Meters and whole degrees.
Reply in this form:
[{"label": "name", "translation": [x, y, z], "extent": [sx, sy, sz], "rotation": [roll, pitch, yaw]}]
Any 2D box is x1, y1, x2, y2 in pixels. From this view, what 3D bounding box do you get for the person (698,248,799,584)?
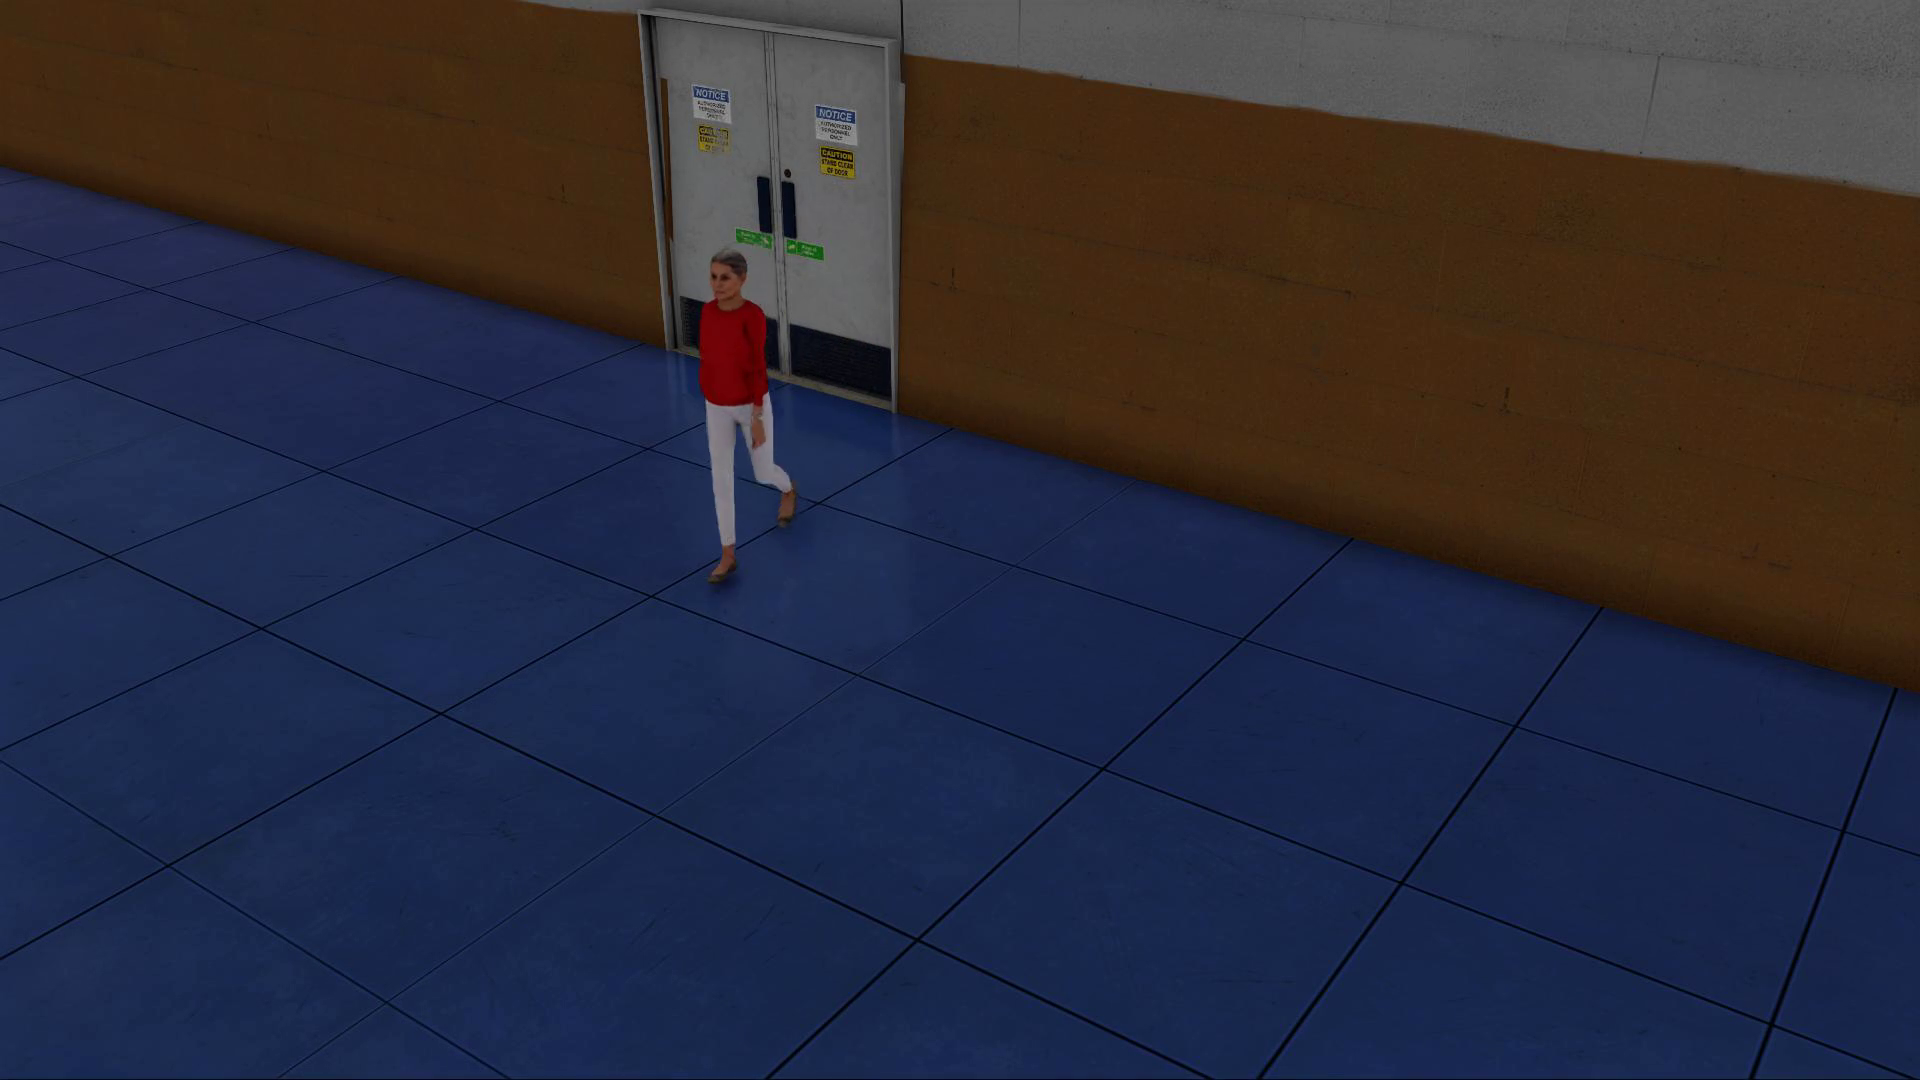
[{"label": "person", "translation": [-1.073, -0.664, 8.474], "extent": [0.737, 1.668, 1.131], "rotation": [10, 28, 18]}]
